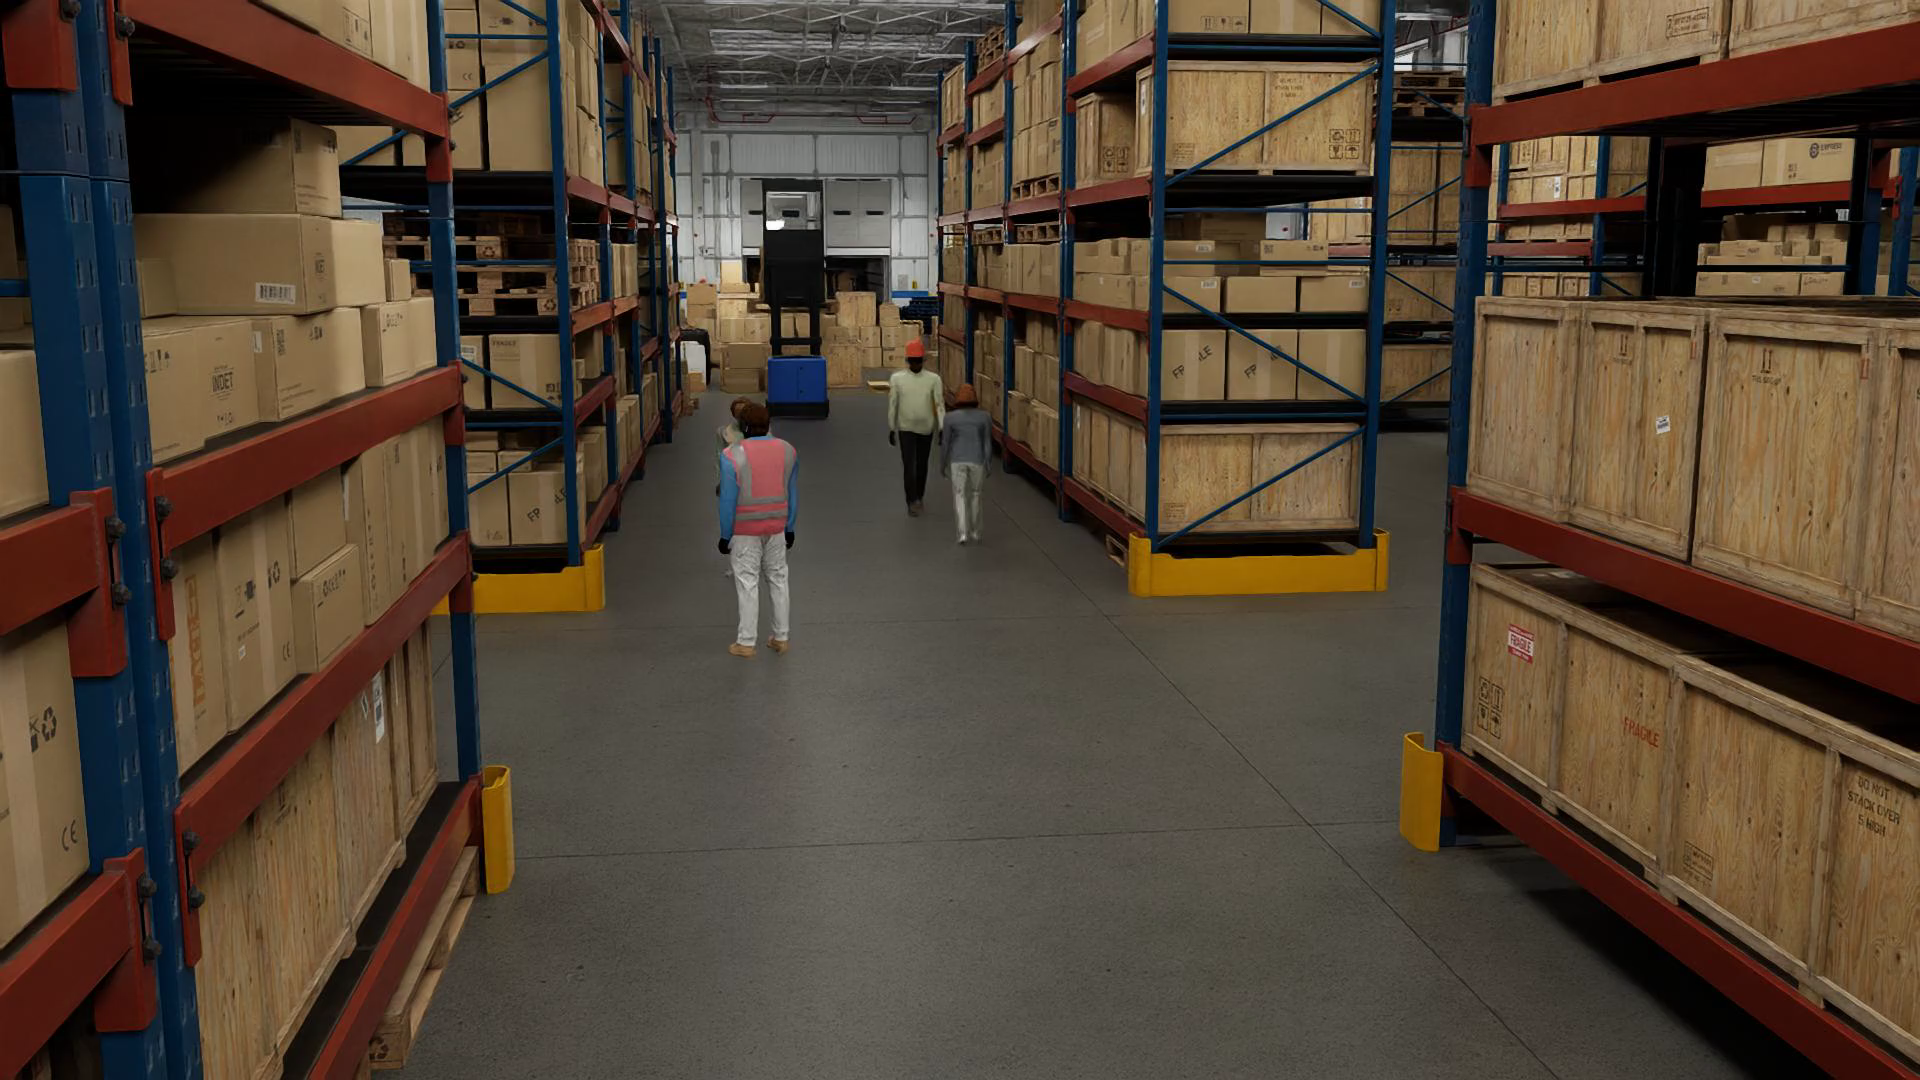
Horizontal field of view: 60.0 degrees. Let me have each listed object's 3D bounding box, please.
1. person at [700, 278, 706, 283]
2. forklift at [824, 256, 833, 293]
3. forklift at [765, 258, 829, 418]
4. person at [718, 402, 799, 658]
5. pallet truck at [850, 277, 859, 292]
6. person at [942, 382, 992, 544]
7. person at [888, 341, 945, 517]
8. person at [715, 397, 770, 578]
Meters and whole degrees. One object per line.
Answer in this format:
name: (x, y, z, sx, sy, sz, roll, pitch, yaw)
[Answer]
person: (-10.731, -9.874, 68.888, 0.674, 1.916, 0.441, 1, 10, 4)
forklift: (-4.925, -8.543, 58.301, 1.129, 2.768, 1.873, -7, 12, -35)
forklift: (-2.944, -3.646, 29.795, 1.129, 2.768, 1.873, -1, 10, -7)
person: (-1.468, -0.070, 12.004, 0.637, 1.840, 0.429, -7, 12, -35)
pallet truck: (-3.782, -9.391, 65.808, 1.885, 1.965, 0.823, 2, 10, 10)
person: (0.074, -0.764, 16.708, 0.501, 1.645, 0.408, -1, 10, -6)
person: (-0.483, -1.272, 18.704, 0.633, 1.947, 1.016, -1, 10, -5)
person: (-1.957, -0.469, 14.959, 0.556, 1.617, 0.585, 1, 10, 5)
